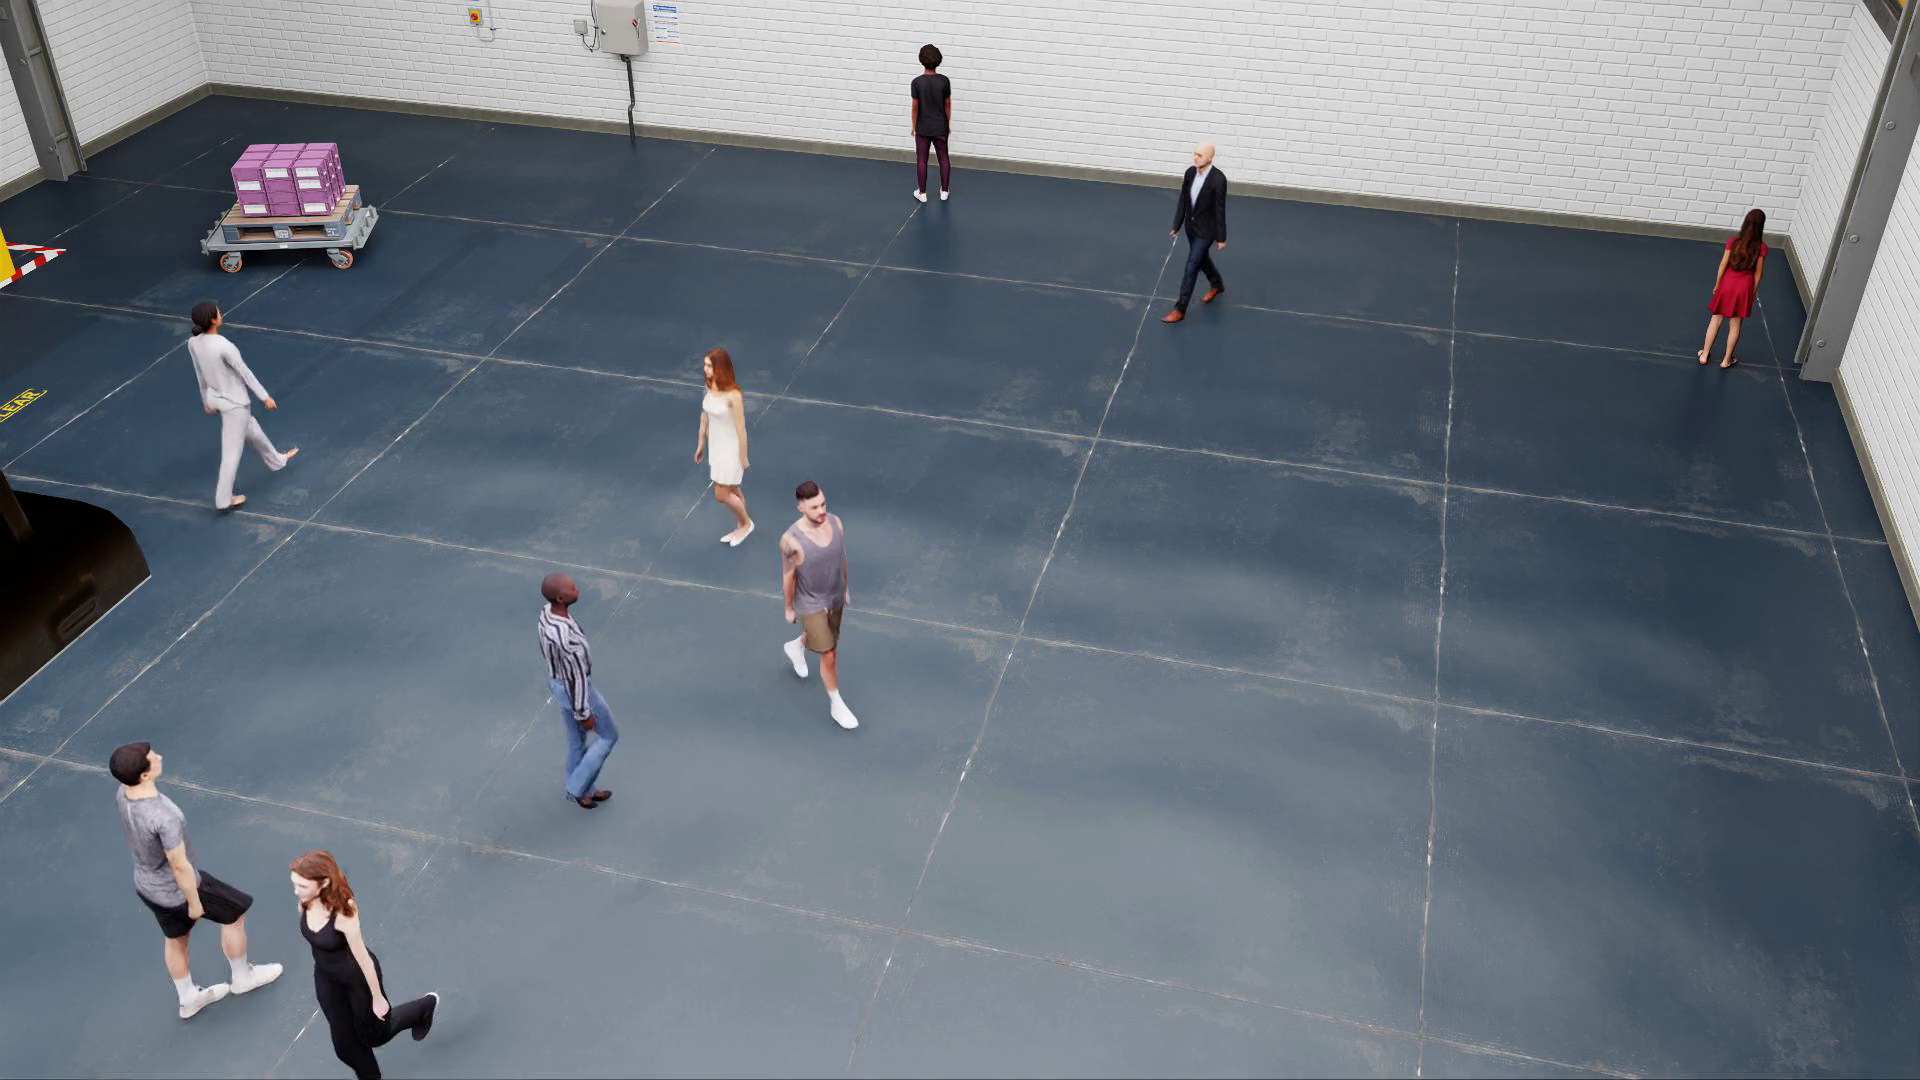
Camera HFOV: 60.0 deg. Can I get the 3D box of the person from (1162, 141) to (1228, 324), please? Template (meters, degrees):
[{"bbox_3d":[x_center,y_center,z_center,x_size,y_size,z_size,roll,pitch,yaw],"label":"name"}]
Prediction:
[{"bbox_3d":[2.419,-3.061,16.319,1.310,1.771,1.163,-23,40,-31],"label":"person"}]

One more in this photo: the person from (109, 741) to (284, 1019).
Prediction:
[{"bbox_3d":[-4.272,1.859,8.840,0.798,1.856,0.889,21,39,29],"label":"person"}]

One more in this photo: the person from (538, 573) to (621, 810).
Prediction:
[{"bbox_3d":[-2.449,0.990,10.213,0.817,1.784,0.761,-18,38,-25],"label":"person"}]

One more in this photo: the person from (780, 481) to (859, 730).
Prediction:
[{"bbox_3d":[-0.982,0.348,11.164,1.161,1.817,1.124,-25,41,-33],"label":"person"}]

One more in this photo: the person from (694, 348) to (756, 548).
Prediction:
[{"bbox_3d":[-1.738,-0.740,12.894,0.728,1.698,0.679,-23,40,-31],"label":"person"}]

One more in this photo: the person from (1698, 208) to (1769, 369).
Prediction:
[{"bbox_3d":[7.201,-2.343,15.438,0.605,1.551,0.667,17,37,24],"label":"person"}]

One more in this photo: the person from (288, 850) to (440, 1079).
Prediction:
[{"bbox_3d":[-3.042,2.179,8.479,0.710,1.724,0.990,19,38,26],"label":"person"}]

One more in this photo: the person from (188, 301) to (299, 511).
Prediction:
[{"bbox_3d":[-5.922,-1.045,13.363,0.871,1.687,1.240,19,38,26],"label":"person"}]

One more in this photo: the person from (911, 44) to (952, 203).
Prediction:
[{"bbox_3d":[-0.323,-4.708,18.786,0.711,1.784,0.729,-7,34,-11],"label":"person"}]
